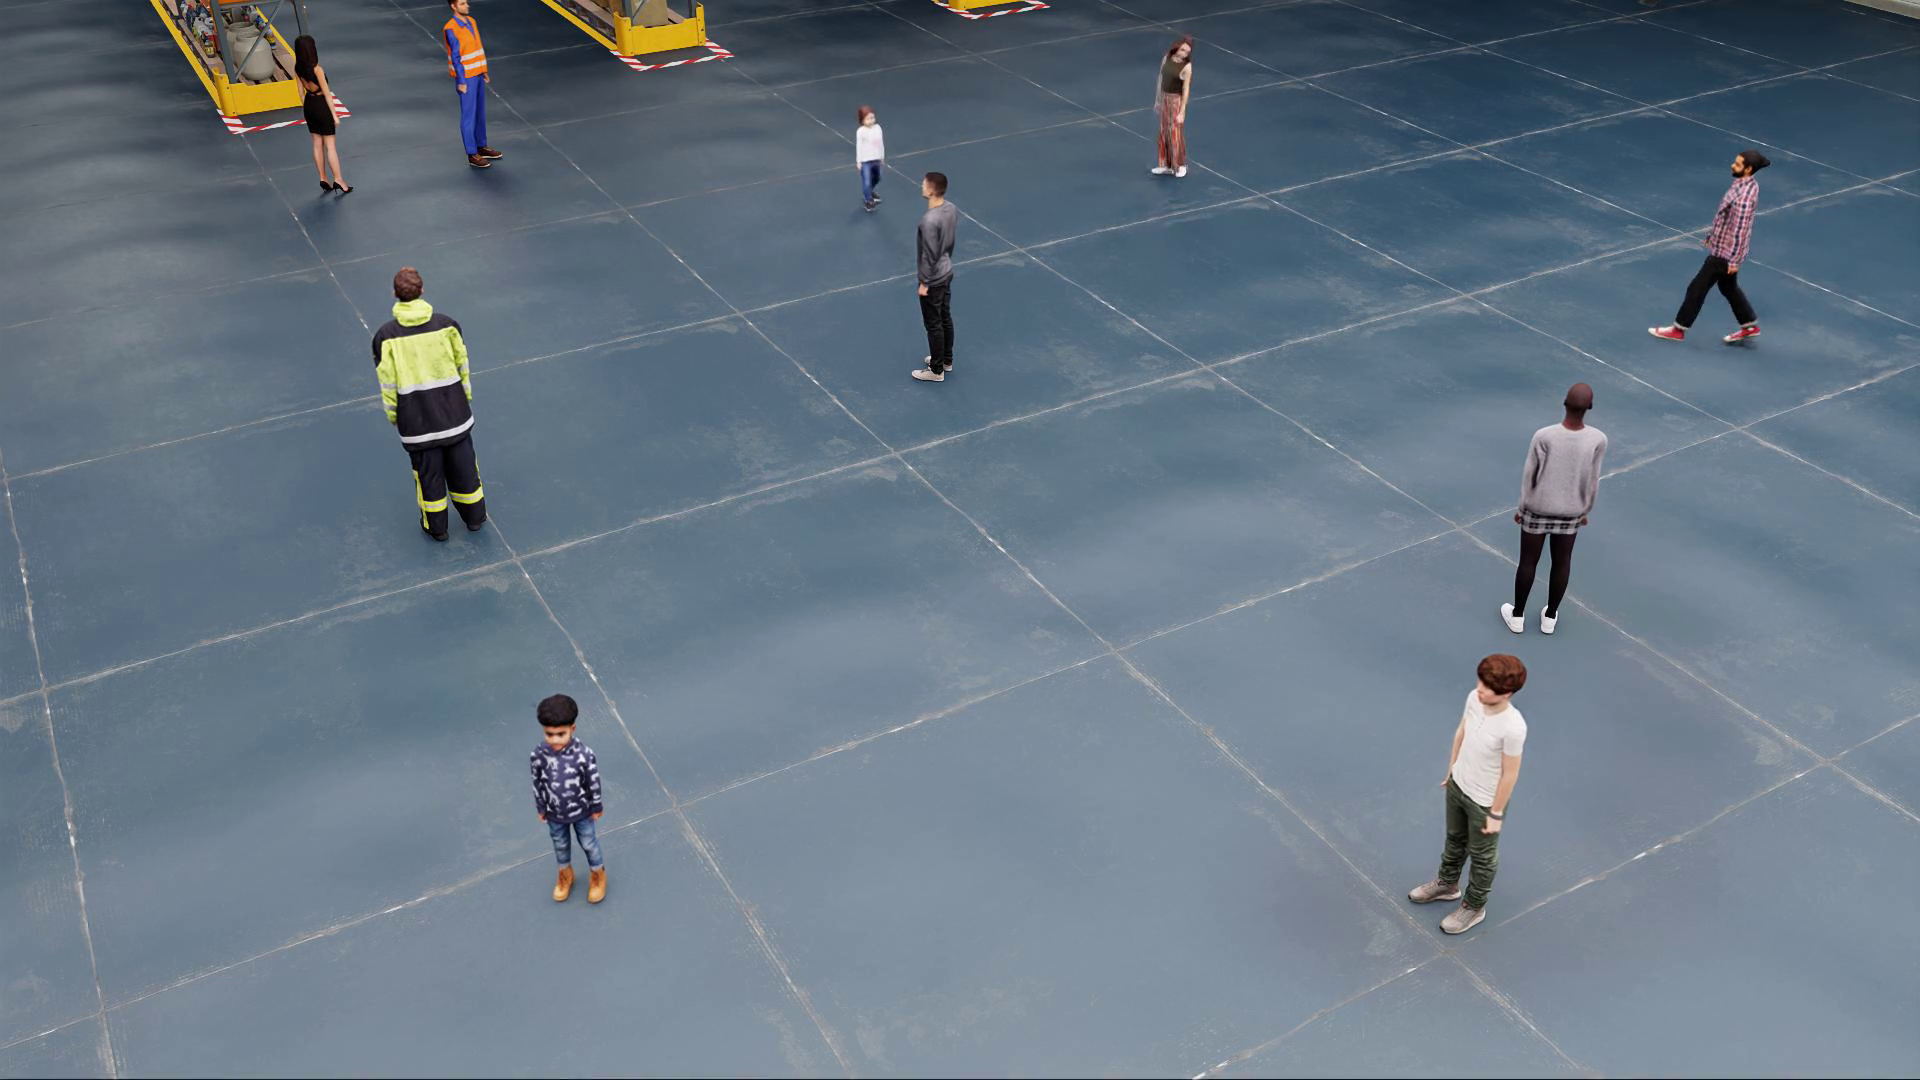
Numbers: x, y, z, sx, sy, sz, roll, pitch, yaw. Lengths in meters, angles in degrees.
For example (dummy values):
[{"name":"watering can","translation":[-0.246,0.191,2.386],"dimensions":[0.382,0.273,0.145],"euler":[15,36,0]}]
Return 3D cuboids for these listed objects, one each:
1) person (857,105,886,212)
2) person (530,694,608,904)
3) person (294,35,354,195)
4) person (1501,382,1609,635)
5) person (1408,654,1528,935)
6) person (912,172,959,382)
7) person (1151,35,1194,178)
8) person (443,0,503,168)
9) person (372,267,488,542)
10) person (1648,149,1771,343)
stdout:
[{"name":"person","translation":[-0.929,-3.918,17.001],"dimensions":[0.485,1.094,0.580],"euler":[-23,39,-32]},{"name":"person","translation":[-2.014,1.328,8.541],"dimensions":[0.573,1.247,0.612],"euler":[2,32,4]},{"name":"person","translation":[-6.654,-4.408,17.256],"dimensions":[0.590,1.650,0.679],"euler":[13,34,19]},{"name":"person","translation":[3.740,-0.193,10.461],"dimensions":[0.702,1.772,0.731],"euler":[4,32,6]},{"name":"person","translation":[2.588,1.249,8.286],"dimensions":[0.650,1.654,0.511],"euler":[-12,34,-18]},{"name":"person","translation":[-0.192,-2.155,13.580],"dimensions":[0.728,1.761,0.702],"euler":[14,35,21]},{"name":"person","translation":[2.243,-4.645,17.752],"dimensions":[0.676,1.523,0.517],"euler":[-13,34,-19]},{"name":"person","translation":[-5.315,-5.013,18.015],"dimensions":[0.835,1.864,0.771],"euler":[8,33,12]},{"name":"person","translation":[-3.651,-0.933,11.437],"dimensions":[0.764,1.982,0.619],"euler":[-18,37,-26]},{"name":"person","translation":[6.568,-2.452,14.068],"dimensions":[1.245,1.743,1.107],"euler":[13,35,20]}]
